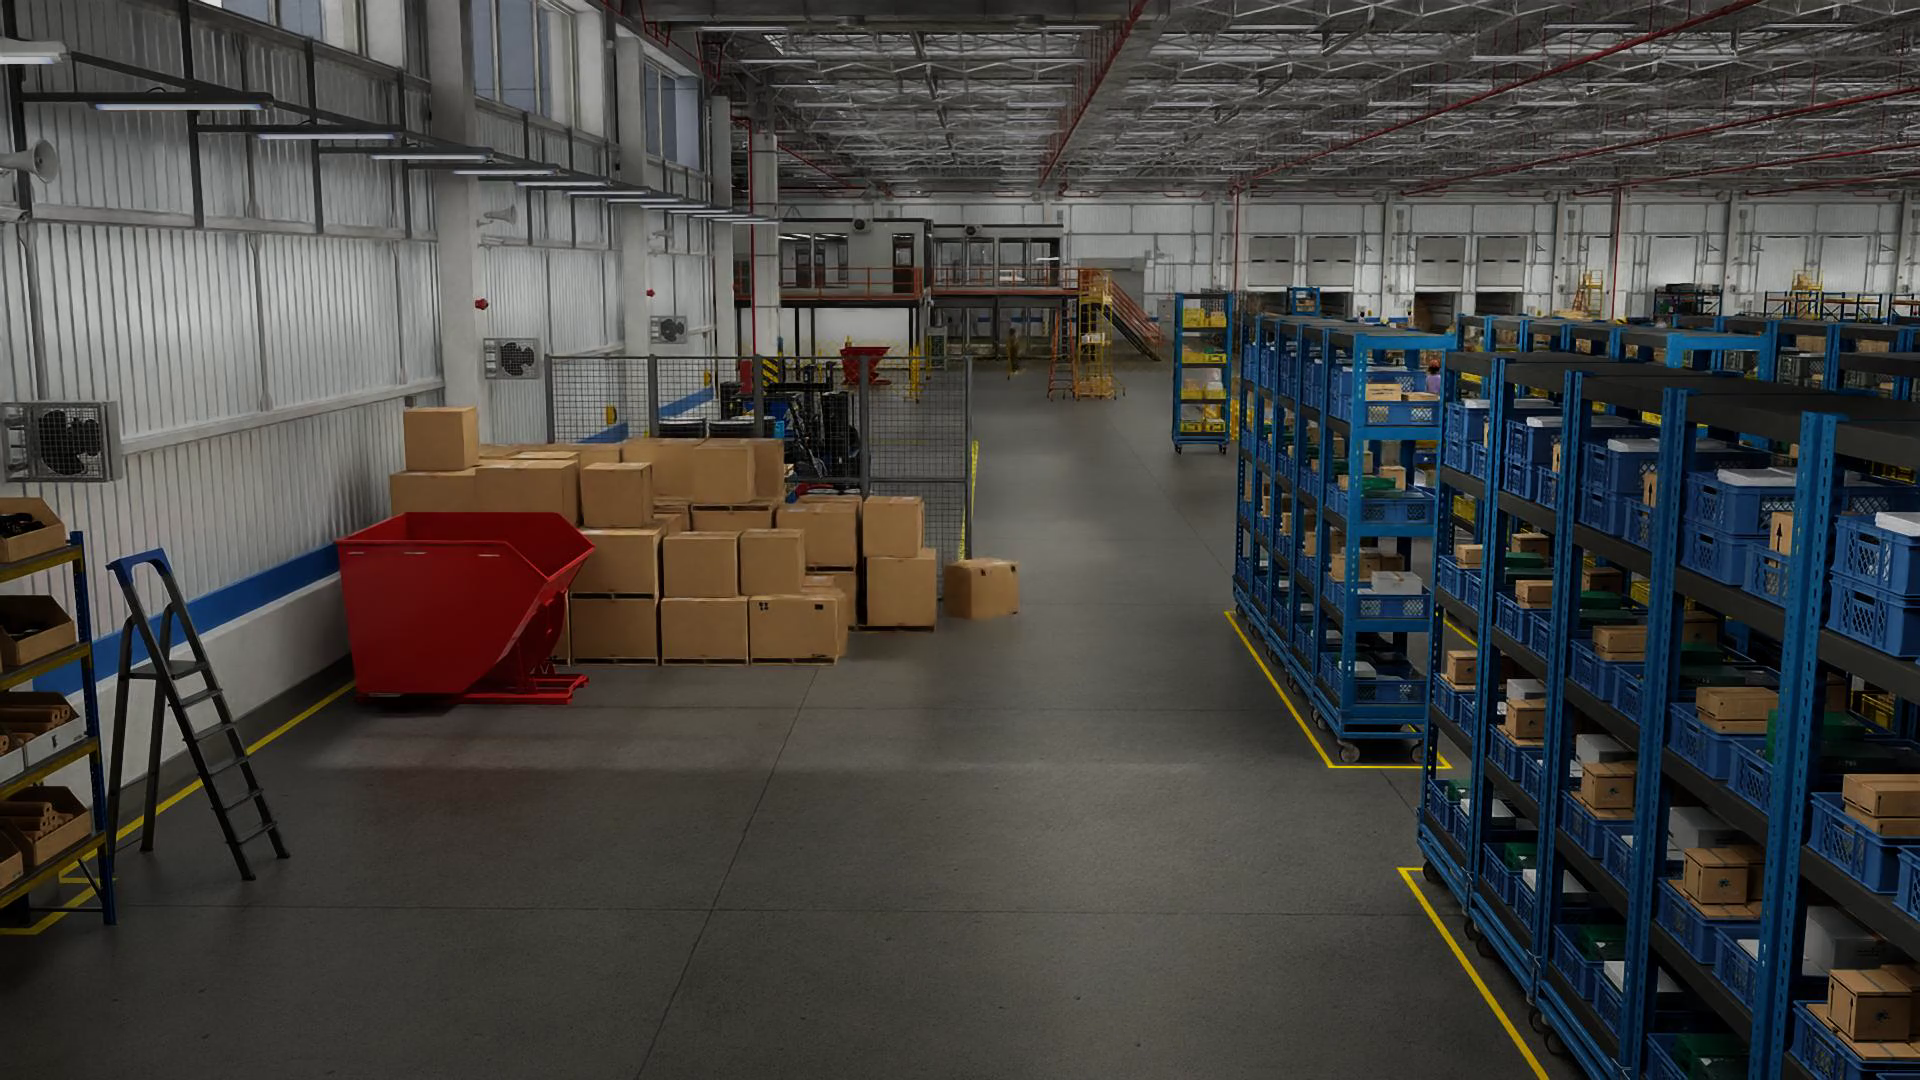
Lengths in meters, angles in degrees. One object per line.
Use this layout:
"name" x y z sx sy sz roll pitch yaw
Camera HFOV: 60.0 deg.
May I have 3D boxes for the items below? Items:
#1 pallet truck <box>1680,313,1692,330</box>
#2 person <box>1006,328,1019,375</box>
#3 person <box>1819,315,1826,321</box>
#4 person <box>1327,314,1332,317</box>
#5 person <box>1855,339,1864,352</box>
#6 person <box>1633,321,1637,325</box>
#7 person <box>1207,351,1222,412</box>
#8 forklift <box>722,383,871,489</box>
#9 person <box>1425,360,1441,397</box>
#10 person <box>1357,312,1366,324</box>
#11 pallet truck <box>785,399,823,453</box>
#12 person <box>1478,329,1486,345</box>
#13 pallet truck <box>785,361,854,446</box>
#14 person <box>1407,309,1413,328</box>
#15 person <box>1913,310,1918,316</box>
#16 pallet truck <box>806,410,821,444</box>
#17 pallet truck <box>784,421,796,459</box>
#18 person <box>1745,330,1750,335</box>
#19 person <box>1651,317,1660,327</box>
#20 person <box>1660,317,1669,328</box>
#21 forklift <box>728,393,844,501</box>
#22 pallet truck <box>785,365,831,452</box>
"pallet truck" 36.315 -10.531 84.244 0.823 1.965 1.885 -6 11 -33
"person" 2.064 -7.443 65.715 0.401 1.832 0.528 -6 11 -32
"person" 42.757 -10.218 82.576 0.487 1.908 0.600 3 10 18
"person" 19.487 -11.011 87.697 0.430 1.841 0.624 4 10 23
"person" 33.583 -6.788 61.983 0.892 1.726 0.537 1 9 8
"person" 29.691 -8.716 73.345 0.614 1.896 0.644 -1 9 -9
"person" 7.187 -4.382 46.669 0.582 1.882 0.672 2 9 10
"forklift" -2.893 -1.687 28.729 2.680 1.987 1.157 0 9 -1
"person" 10.978 -3.165 38.667 0.612 2.039 0.392 0 9 1
"person" 22.253 -11.736 92.163 0.429 1.839 0.634 7 12 39
"pallet truck" -3.814 -2.432 36.419 1.630 1.274 0.653 0 9 1
"person" 19.839 -7.090 63.346 0.744 1.899 0.596 1 9 7
"pallet truck" -3.410 -3.193 38.978 1.885 1.965 0.823 0 9 -1
"person" 25.584 -12.171 94.611 0.395 1.918 0.591 5 11 29
"person" 52.651 -11.719 91.789 0.375 1.927 0.543 -3 10 -19
"pallet truck" -3.559 -2.018 33.905 1.522 1.261 0.704 0 9 -1
"pallet truck" -4.013 -1.793 32.705 1.601 1.201 0.680 0 9 1
"person" 30.221 -7.214 63.922 0.423 1.946 0.630 -3 10 -18
"person" 33.549 -9.845 80.400 0.519 1.874 0.331 7 12 37
"person" 33.807 -9.729 79.620 0.997 1.888 0.626 1 9 6
"forklift" -2.979 -1.316 26.476 2.680 1.987 1.157 0 9 1
"pallet truck" -3.774 -2.976 37.635 1.885 1.965 0.823 1 9 5
